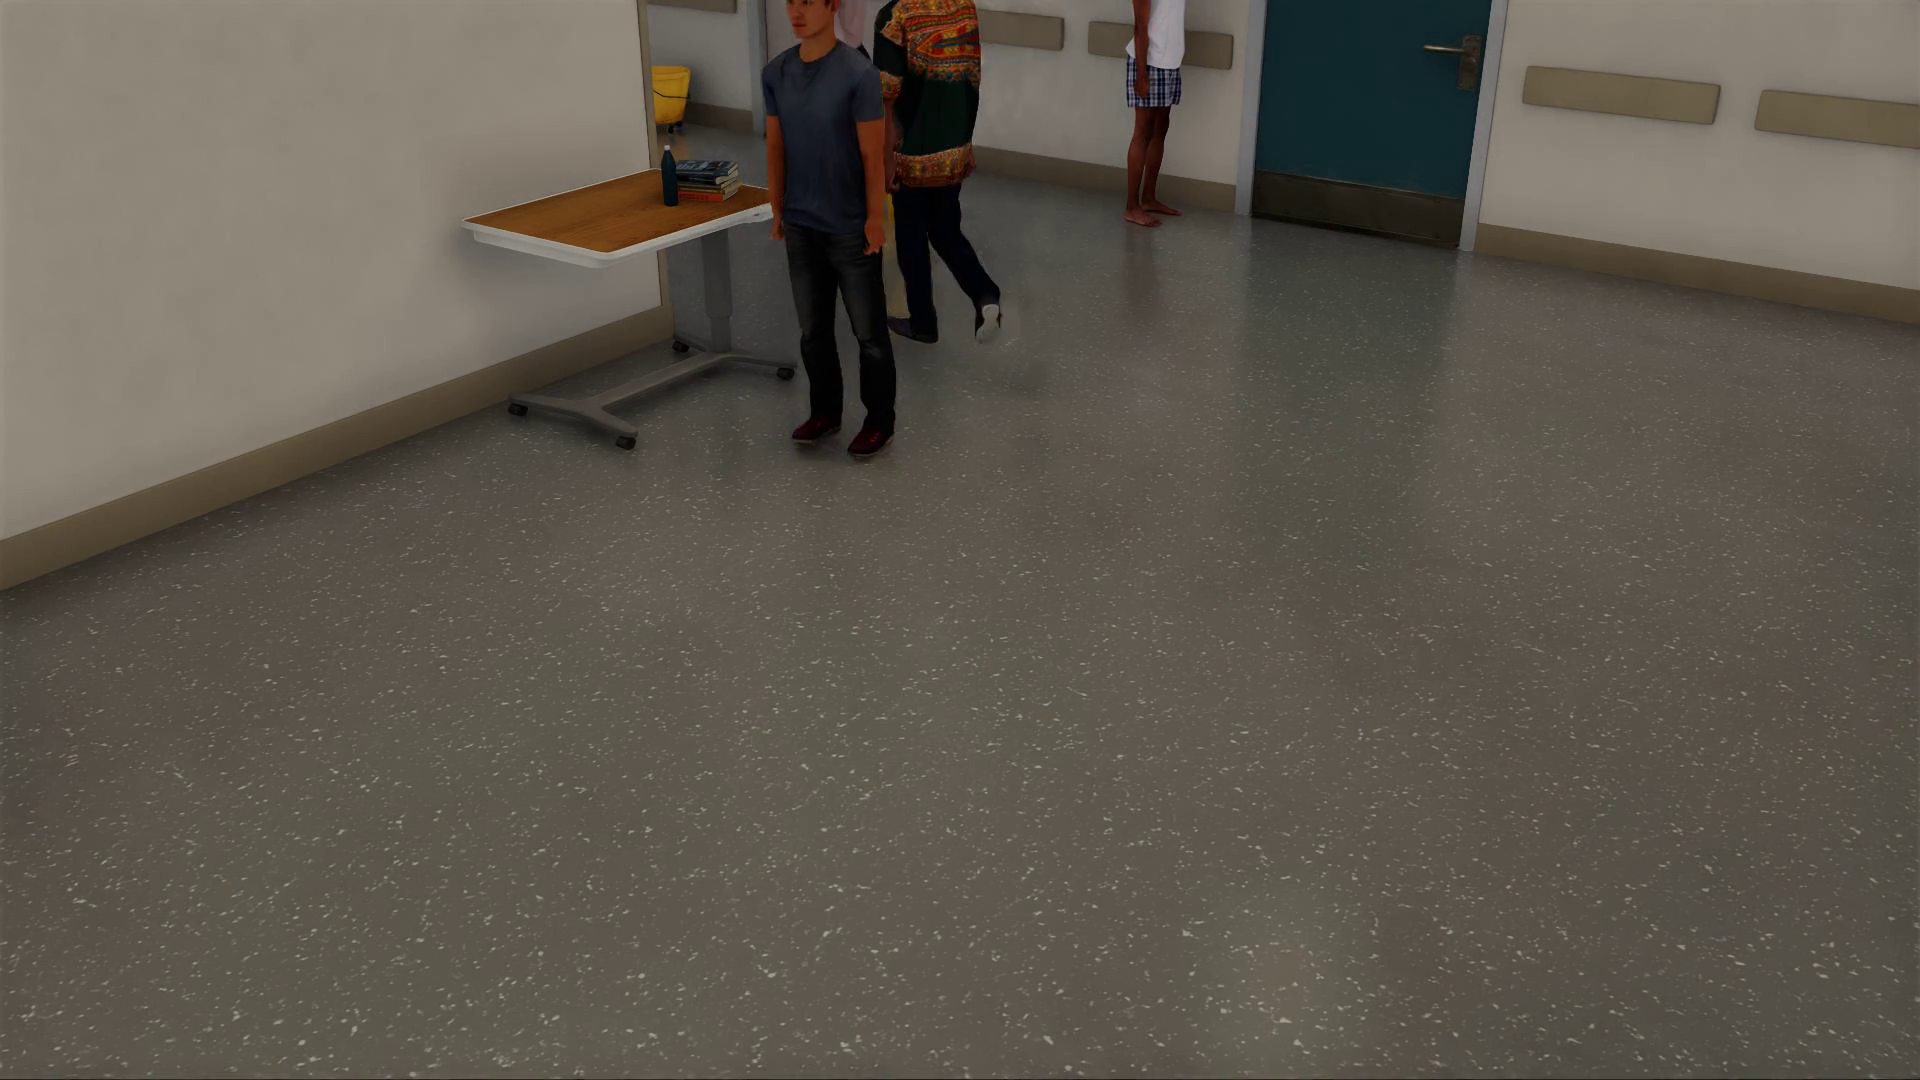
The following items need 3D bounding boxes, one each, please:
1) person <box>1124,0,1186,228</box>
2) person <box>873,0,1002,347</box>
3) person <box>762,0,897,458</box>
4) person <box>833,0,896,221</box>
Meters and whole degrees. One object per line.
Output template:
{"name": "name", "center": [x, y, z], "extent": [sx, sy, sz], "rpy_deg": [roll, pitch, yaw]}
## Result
{"name": "person", "center": [1.081, -2.650, 9.220], "extent": [0.539, 1.735, 0.637], "rpy_deg": [15, 29, 28]}
{"name": "person", "center": [-0.079, -1.629, 6.998], "extent": [0.841, 1.785, 1.031], "rpy_deg": [-19, 32, -35]}
{"name": "person", "center": [-0.450, -1.198, 6.129], "extent": [0.535, 1.803, 0.737], "rpy_deg": [12, 28, 24]}
{"name": "person", "center": [-0.718, -2.601, 9.096], "extent": [1.260, 1.755, 0.827], "rpy_deg": [11, 28, 21]}
